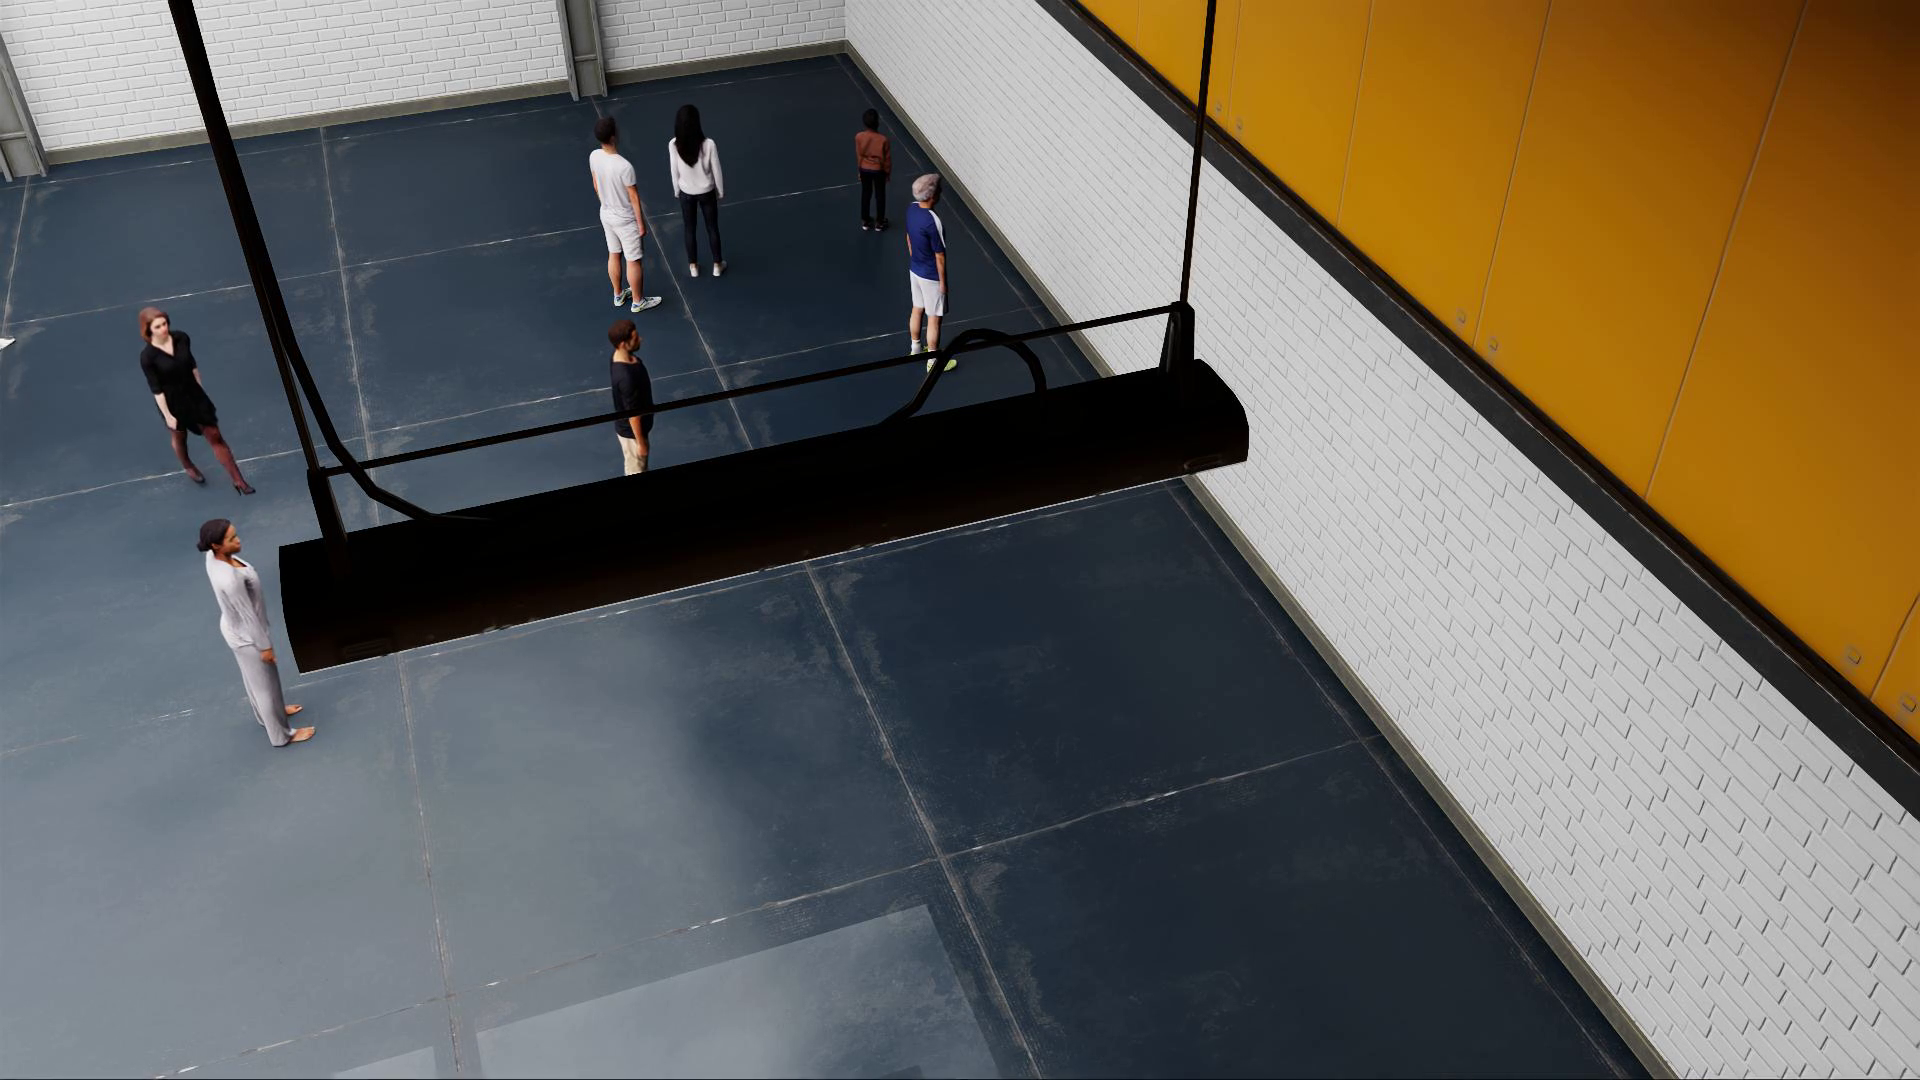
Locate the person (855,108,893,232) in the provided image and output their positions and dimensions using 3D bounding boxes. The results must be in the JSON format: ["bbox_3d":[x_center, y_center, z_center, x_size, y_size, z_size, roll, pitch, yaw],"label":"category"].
[{"bbox_3d":[-0.866,-3.661,16.435,0.558,1.253,0.644,9,40,11],"label":"person"}]

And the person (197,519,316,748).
[{"bbox_3d":[-4.601,0.589,10.726,0.634,1.736,0.682,-24,44,-27],"label":"person"}]

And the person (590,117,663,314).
[{"bbox_3d":[-3.080,-2.938,15.048,0.770,1.855,0.776,25,45,28],"label":"person"}]

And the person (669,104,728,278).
[{"bbox_3d":[-2.467,-3.269,15.586,0.594,1.701,0.746,-1,39,-1],"label":"person"}]

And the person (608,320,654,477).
[{"bbox_3d":[-2.456,-0.844,12.428,0.538,1.851,0.638,-11,40,-13],"label":"person"}]

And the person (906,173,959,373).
[{"bbox_3d":[-0.274,-2.299,14.261,0.649,1.839,0.692,-24,45,-27],"label":"person"}]

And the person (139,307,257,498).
[{"bbox_3d":[-6.078,-1.076,12.866,1.052,1.667,1.070,22,44,25],"label":"person"}]
